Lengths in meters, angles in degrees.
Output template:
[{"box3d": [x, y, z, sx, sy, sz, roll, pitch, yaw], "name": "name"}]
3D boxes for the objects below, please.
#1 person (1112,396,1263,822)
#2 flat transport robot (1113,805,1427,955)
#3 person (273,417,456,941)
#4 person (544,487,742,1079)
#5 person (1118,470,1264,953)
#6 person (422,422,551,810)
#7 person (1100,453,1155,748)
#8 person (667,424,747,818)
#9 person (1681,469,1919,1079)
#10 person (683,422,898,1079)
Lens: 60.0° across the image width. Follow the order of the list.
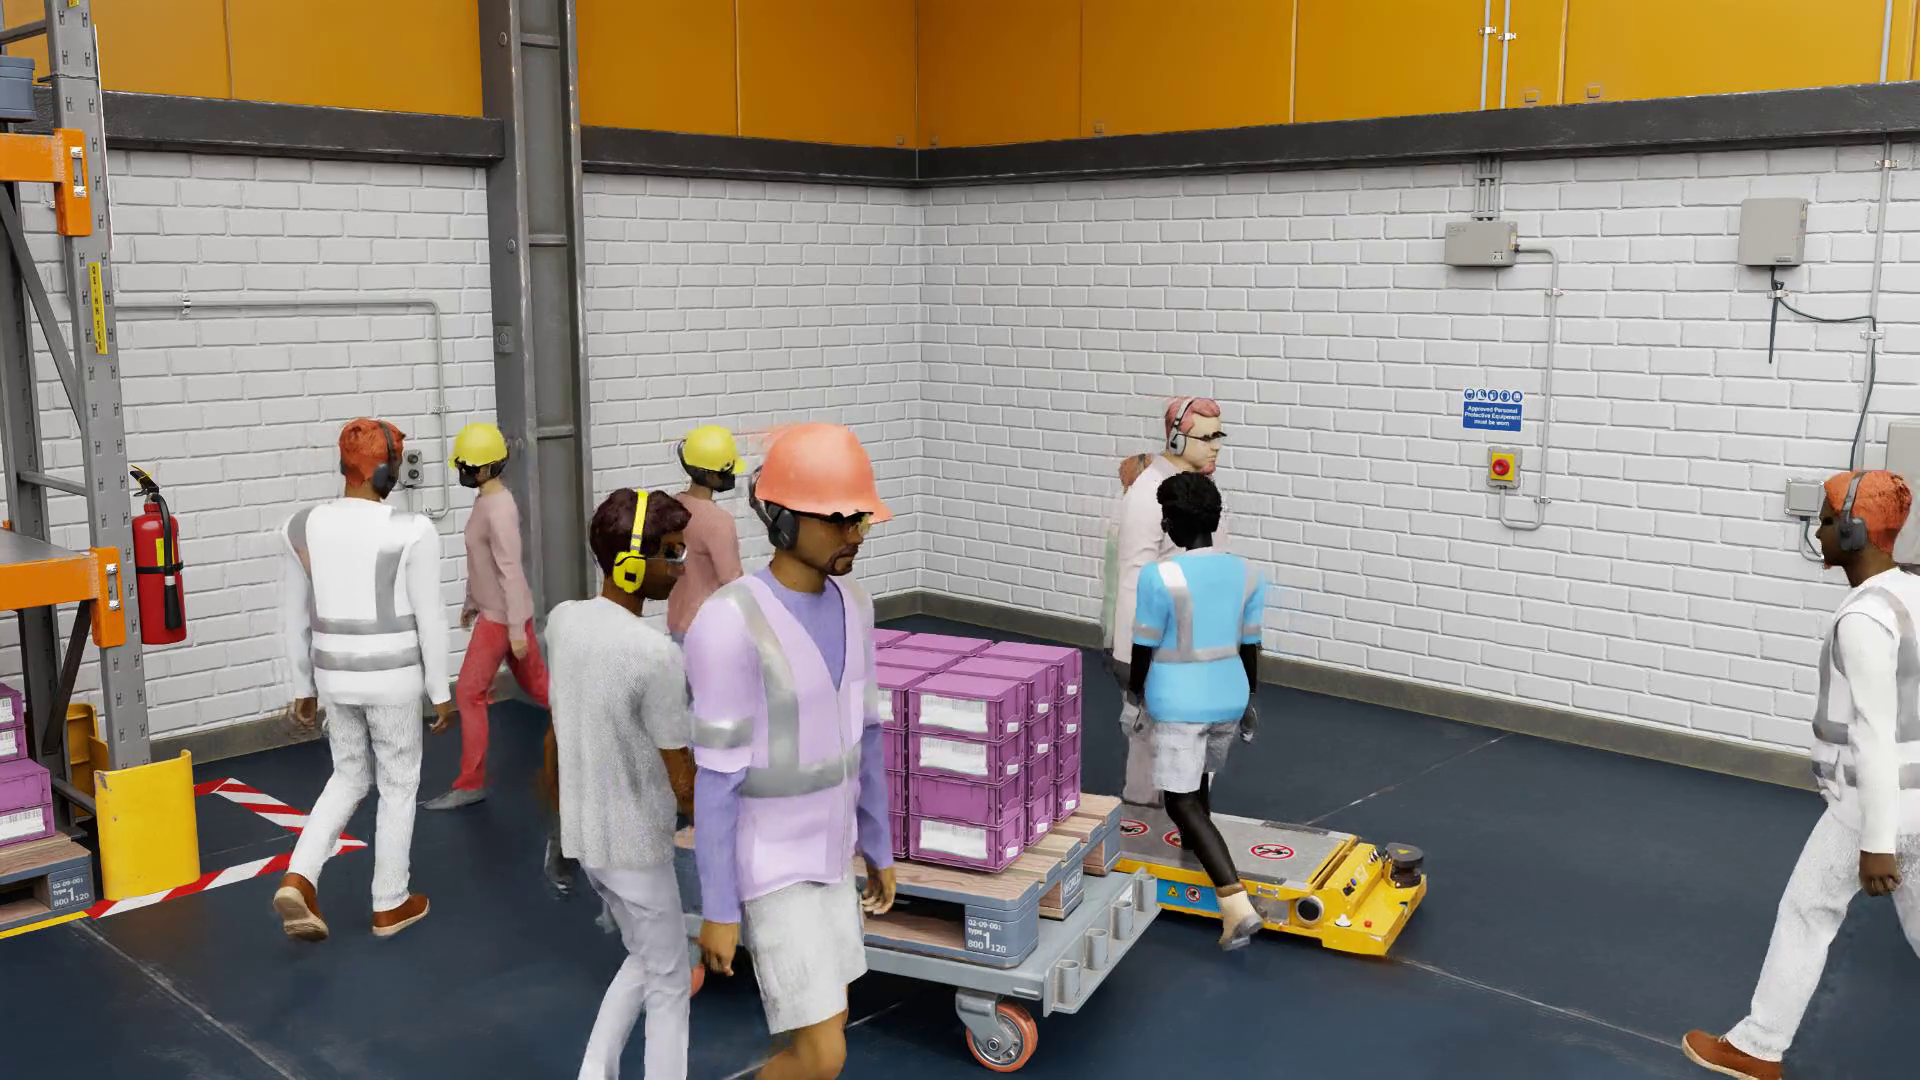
[{"box3d": [0.909, 0.380, 6.486, 0.674, 1.876, 0.634, 4, 10, 24], "name": "person"}, {"box3d": [0.955, 1.222, 6.230, 1.431, 0.197, 0.652, 5, 10, 27], "name": "flat transport robot"}, {"box3d": [-2.066, 0.510, 5.730, 0.586, 1.868, 0.591, 2, 9, 11], "name": "person"}, {"box3d": [-0.807, 0.771, 4.199, 0.555, 1.843, 0.415, 9, 13, 44], "name": "person"}, {"box3d": [0.871, 0.588, 5.866, 0.527, 1.663, 0.783, -6, 11, -32], "name": "person"}, {"box3d": [-1.944, 0.319, 7.339, 0.828, 1.720, 0.542, -2, 10, -15], "name": "person"}, {"box3d": [0.828, 0.420, 7.040, 0.537, 1.604, 0.432, -3, 10, -18], "name": "person"}, {"box3d": [-1.021, 0.370, 6.958, 0.405, 1.738, 0.560, -7, 12, -36], "name": "person"}, {"box3d": [2.599, 0.723, 4.547, 0.583, 1.841, 1.010, -9, 13, -44], "name": "person"}, {"box3d": [-0.343, 0.737, 3.834, 0.433, 2.024, 0.622, 5, 11, 28], "name": "person"}]
